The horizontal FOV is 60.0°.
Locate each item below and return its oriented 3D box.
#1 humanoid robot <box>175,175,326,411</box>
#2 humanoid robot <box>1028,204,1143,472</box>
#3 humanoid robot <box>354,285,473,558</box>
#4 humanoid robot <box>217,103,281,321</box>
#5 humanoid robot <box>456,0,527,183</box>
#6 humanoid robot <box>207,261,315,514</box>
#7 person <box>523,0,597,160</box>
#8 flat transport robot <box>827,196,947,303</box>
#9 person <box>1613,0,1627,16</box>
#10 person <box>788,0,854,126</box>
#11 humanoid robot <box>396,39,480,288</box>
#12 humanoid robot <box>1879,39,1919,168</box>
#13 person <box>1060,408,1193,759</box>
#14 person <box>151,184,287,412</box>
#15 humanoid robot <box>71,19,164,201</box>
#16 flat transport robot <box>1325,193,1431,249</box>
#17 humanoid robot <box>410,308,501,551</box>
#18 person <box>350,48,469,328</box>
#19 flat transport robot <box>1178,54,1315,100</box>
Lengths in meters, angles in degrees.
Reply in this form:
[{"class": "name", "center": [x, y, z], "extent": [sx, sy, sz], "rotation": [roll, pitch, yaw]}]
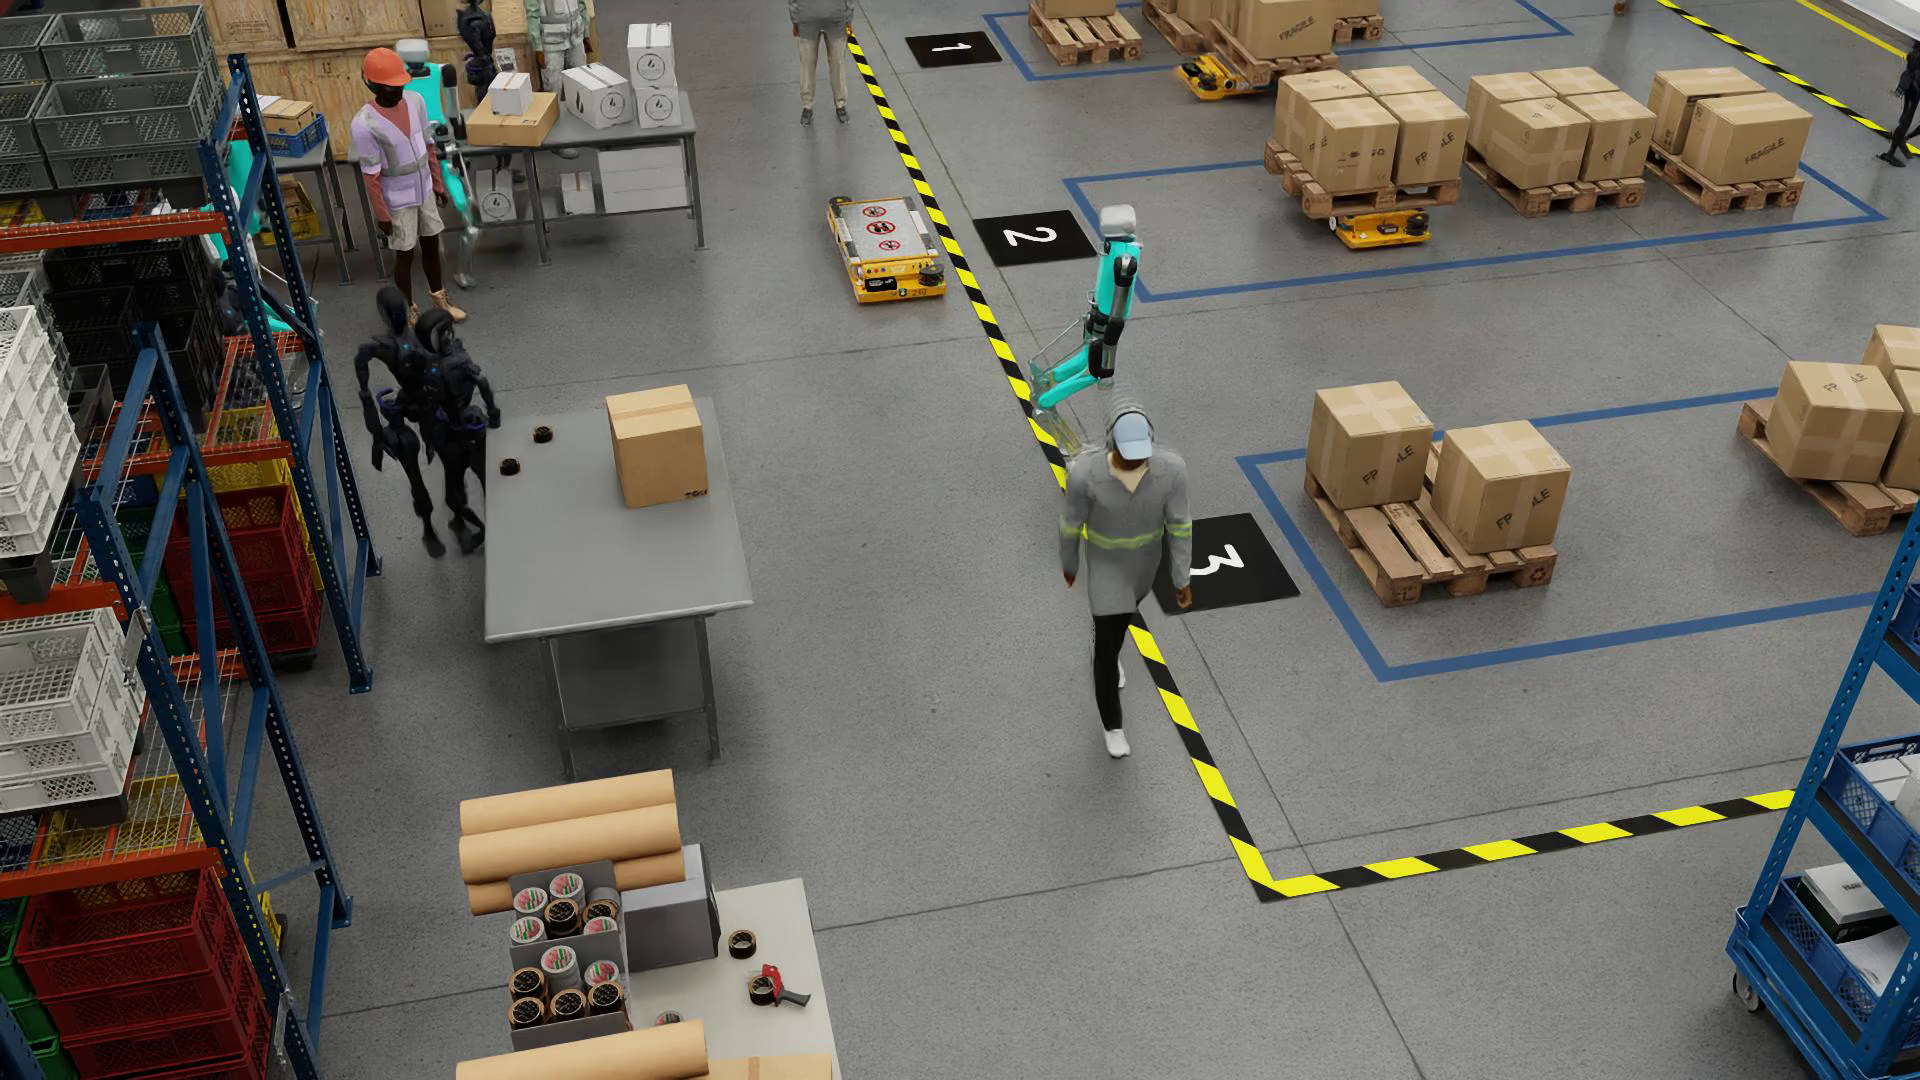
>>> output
[{"class": "humanoid robot", "center": [-4.307, -1.566, 10.316], "extent": [0.735, 1.677, 0.533], "rotation": [-2, 37, -3]}, {"class": "humanoid robot", "center": [0.665, -1.159, 9.769], "extent": [0.735, 1.677, 0.533], "rotation": [-1, 37, -1]}, {"class": "humanoid robot", "center": [-3.011, -0.653, 9.252], "extent": [0.588, 1.652, 0.339], "rotation": [-22, 42, -27]}, {"class": "humanoid robot", "center": [-4.941, -2.082, 11.213], "extent": [0.768, 1.898, 0.561], "rotation": [7, 37, 9]}, {"class": "humanoid robot", "center": [-3.766, -3.689, 13.328], "extent": [0.364, 1.656, 0.588], "rotation": [-9, 38, -12]}, {"class": "humanoid robot", "center": [-4.227, -0.856, 9.581], "extent": [0.760, 1.651, 0.610], "rotation": [3, 37, 3]}, {"class": "person", "center": [-3.277, -4.118, 13.693], "extent": [0.412, 1.939, 0.602], "rotation": [25, 44, 30]}, {"class": "flat transport robot", "center": [-0.570, -2.220, 12.538], "extent": [0.659, 0.231, 1.431], "rotation": [-8, 37, -10]}, {"class": "person", "center": [6.831, -6.290, 16.681], "extent": [0.609, 1.848, 0.898], "rotation": [9, 38, 11]}, {"class": "person", "center": [-1.186, -4.447, 14.277], "extent": [0.561, 1.763, 0.403], "rotation": [-4, 37, -5]}, {"class": "humanoid robot", "center": [-3.689, -2.565, 11.807], "extent": [0.548, 1.812, 0.819], "rotation": [-15, 39, -19]}, {"class": "humanoid robot", "center": [7.908, -3.839, 13.532], "extent": [0.615, 1.643, 0.344], "rotation": [-14, 39, -18]}, {"class": "person", "center": [0.816, 0.171, 8.033], "extent": [0.601, 1.804, 0.973], "rotation": [-6, 37, -9]}, {"class": "person", "center": [-4.577, -1.551, 10.293], "extent": [0.352, 1.879, 0.577], "rotation": [25, 43, 29]}, {"class": "humanoid robot", "center": [-6.061, -3.007, 12.349], "extent": [0.988, 1.734, 0.550], "rotation": [-6, 37, -8]}, {"class": "flat transport robot", "center": [3.136, -2.735, 13.207], "extent": [0.652, 0.197, 1.431], "rotation": [-8, 37, -10]}, {"class": "humanoid robot", "center": [-2.677, -0.553, 9.122], "extent": [0.606, 1.645, 0.372], "rotation": [17, 40, 22]}, {"class": "person", "center": [-3.706, -2.325, 11.208], "extent": [0.403, 2.035, 0.598], "rotation": [18, 40, 23]}, {"class": "flat transport robot", "center": [2.801, -4.336, 15.358], "extent": [1.431, 0.197, 0.652], "rotation": [-8, 37, -10]}]
